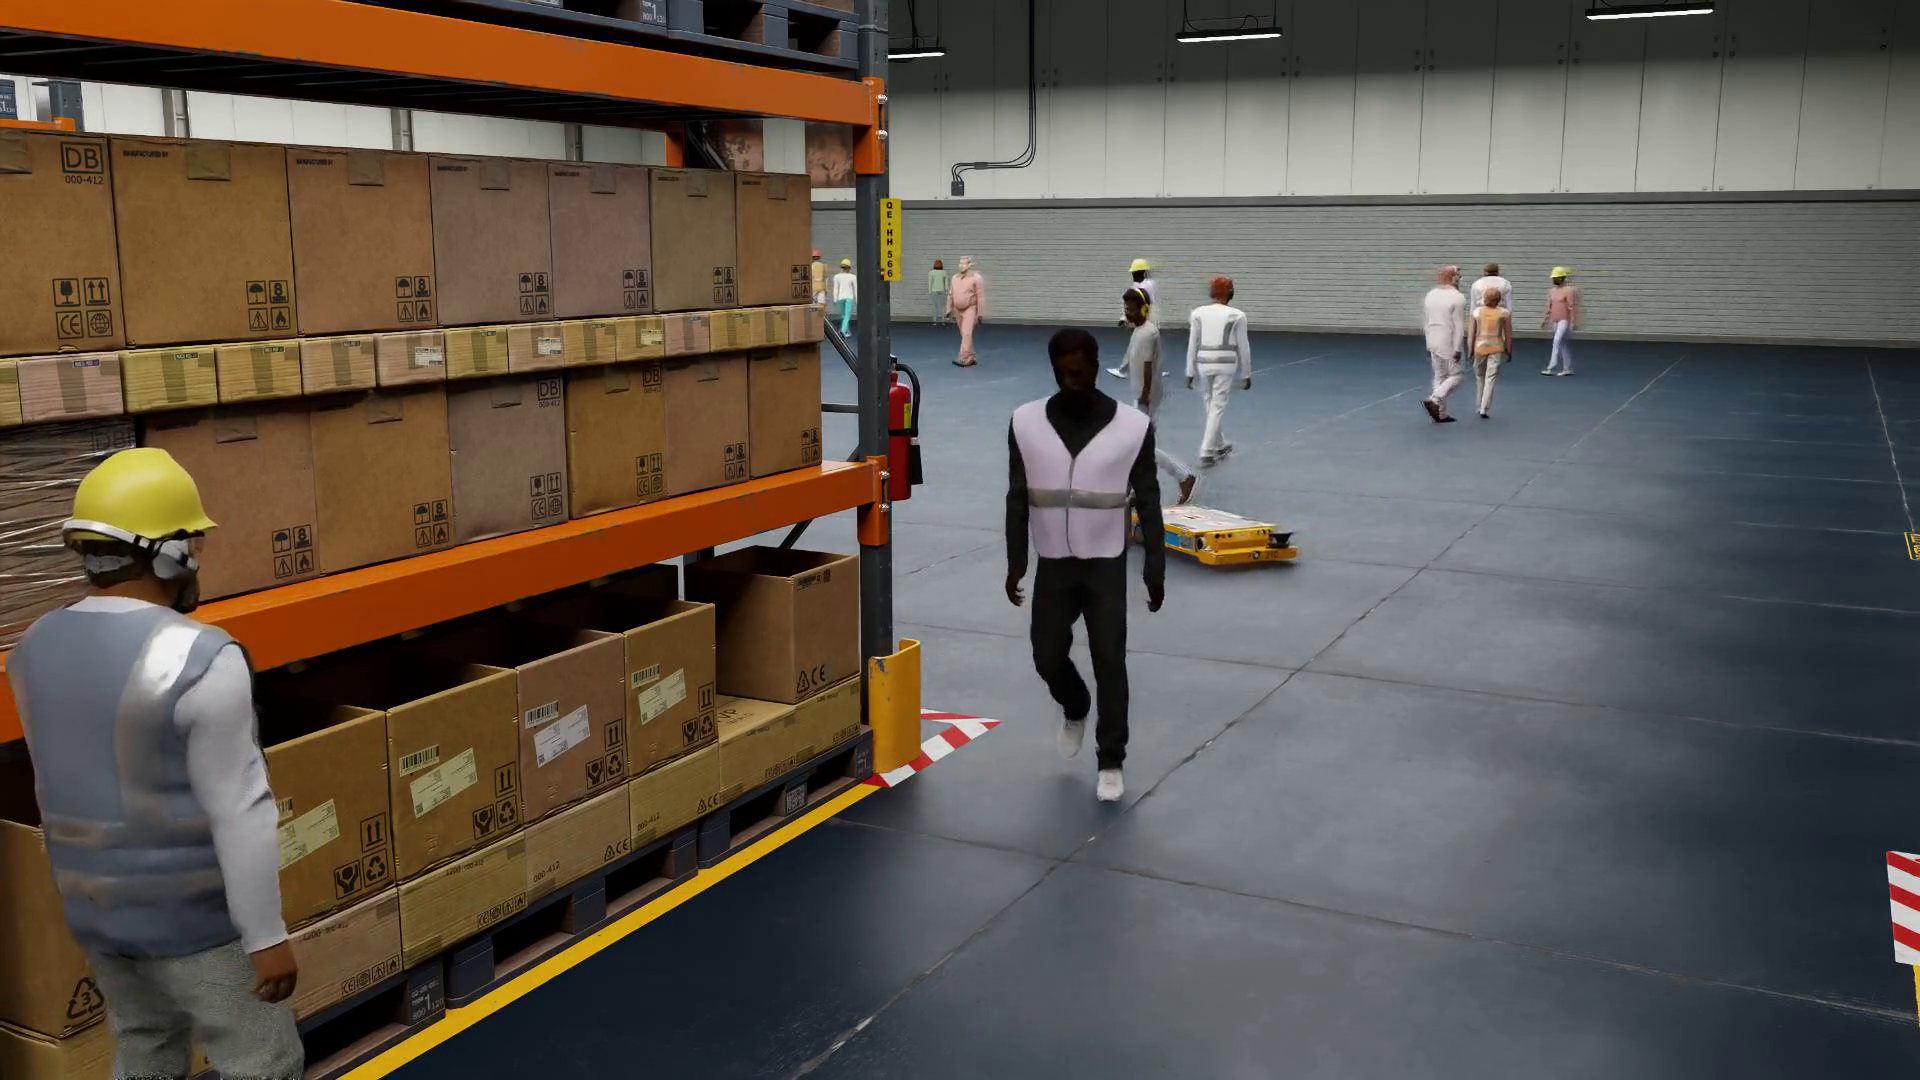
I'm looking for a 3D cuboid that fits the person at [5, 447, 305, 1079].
[{"bbox_3d":[-1.602,0.726,3.362,0.623,1.823,0.404,5,12,26],"label":"person"}]

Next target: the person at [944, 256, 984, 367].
[{"bbox_3d":[0.036,-3.891,28.411,0.639,1.868,0.962,8,13,38],"label":"person"}]

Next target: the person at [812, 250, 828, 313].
[{"bbox_3d":[-3.466,-6.048,40.141,0.552,1.897,0.861,-3,11,-16],"label":"person"}]

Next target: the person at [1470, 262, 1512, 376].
[{"bbox_3d":[8.400,-3.486,26.344,0.630,1.824,0.458,4,11,19],"label":"person"}]

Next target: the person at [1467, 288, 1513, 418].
[{"bbox_3d":[6.571,-2.320,20.638,0.526,1.594,0.886,5,11,24],"label":"person"}]

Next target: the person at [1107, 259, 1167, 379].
[{"bbox_3d":[2.815,-3.444,26.001,1.037,1.863,0.584,-2,11,-10],"label":"person"}]

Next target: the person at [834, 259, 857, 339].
[{"bbox_3d":[-2.493,-5.257,36.257,0.534,1.732,0.847,3,11,16],"label":"person"}]

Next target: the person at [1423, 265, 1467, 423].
[{"bbox_3d":[5.754,-2.312,19.774,0.539,1.893,0.648,-5,11,-25],"label":"person"}]

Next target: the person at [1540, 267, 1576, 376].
[{"bbox_3d":[9.466,-3.453,26.412,0.835,1.729,0.527,-3,11,-17],"label":"person"}]

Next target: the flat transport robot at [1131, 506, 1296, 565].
[{"bbox_3d":[1.718,-0.058,11.889,0.652,0.197,1.431,-5,11,-24],"label":"flat transport robot"}]

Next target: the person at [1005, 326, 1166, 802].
[{"bbox_3d":[0.511,0.084,6.673,0.668,1.893,0.507,3,11,14],"label":"person"}]

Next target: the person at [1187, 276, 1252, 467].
[{"bbox_3d":[2.579,-1.657,16.343,0.604,1.832,0.967,7,12,33],"label":"person"}]

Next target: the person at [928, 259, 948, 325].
[{"bbox_3d":[-0.546,-6.218,41.763,0.502,1.632,0.277,-1,10,-6],"label":"person"}]

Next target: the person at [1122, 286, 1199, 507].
[{"bbox_3d":[1.581,-1.138,13.515,0.647,1.842,0.588,-1,10,-5],"label":"person"}]
